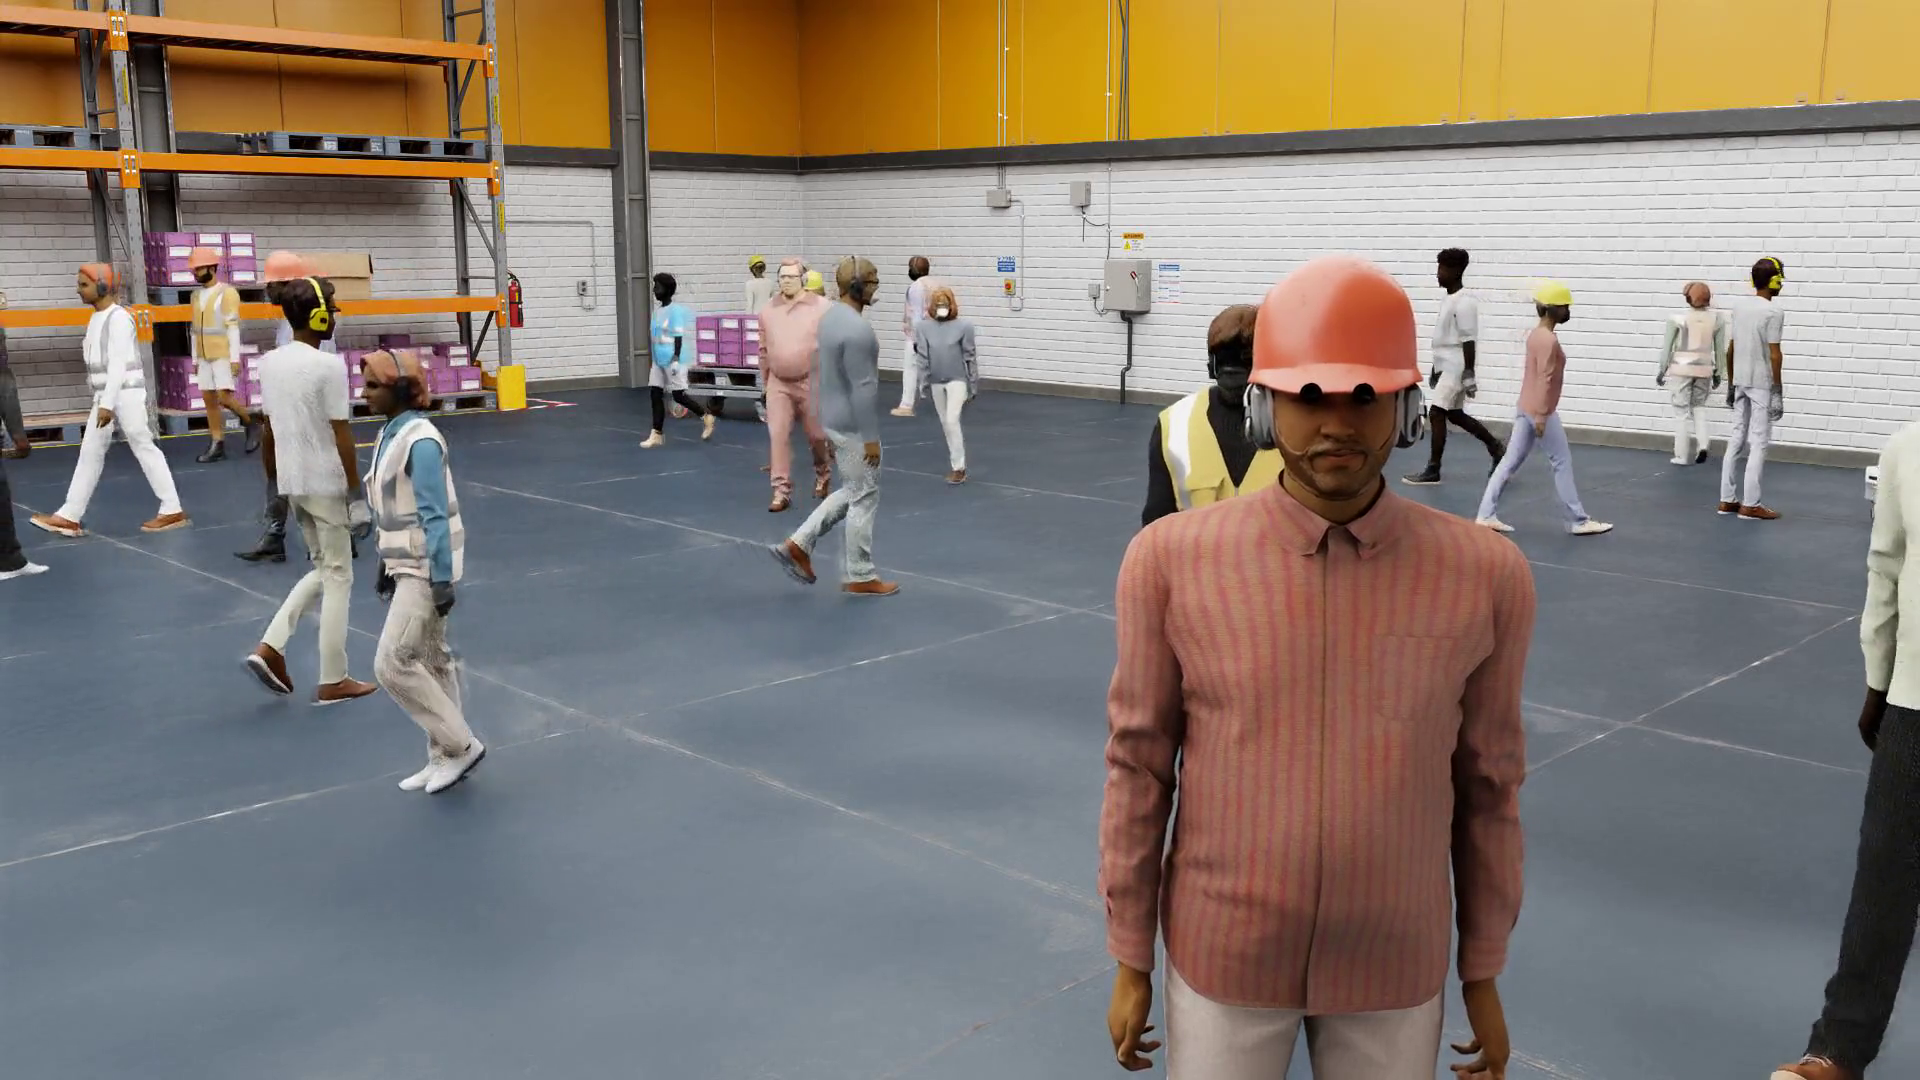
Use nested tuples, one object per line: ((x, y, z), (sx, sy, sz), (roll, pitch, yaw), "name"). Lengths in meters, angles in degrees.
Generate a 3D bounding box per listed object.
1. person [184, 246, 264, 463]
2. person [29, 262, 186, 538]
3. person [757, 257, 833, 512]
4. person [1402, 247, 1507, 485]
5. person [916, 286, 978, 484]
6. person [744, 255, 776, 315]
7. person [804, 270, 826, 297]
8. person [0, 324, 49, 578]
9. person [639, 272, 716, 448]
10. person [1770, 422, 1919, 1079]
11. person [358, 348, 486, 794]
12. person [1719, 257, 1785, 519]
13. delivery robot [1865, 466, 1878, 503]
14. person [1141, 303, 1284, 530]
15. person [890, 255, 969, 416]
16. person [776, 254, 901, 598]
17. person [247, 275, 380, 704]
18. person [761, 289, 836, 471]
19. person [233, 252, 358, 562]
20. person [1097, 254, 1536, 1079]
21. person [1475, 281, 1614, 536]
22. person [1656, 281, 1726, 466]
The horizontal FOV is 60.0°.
((-6.642, -1.660, 14.901), (0.570, 1.925, 0.556), (5, 11, 25), "person")
((-5.727, -0.926, 11.141), (0.597, 1.832, 0.974), (10, 14, 42), "person")
((-1.207, -1.187, 12.490), (0.650, 1.868, 0.944), (2, 11, 12), "person")
((4.098, -1.400, 13.476), (0.861, 1.938, 0.603), (1, 10, 7), "person")
((-0.134, -1.260, 13.590), (0.500, 1.603, 0.644), (5, 12, 26), "person")
((-2.672, -2.901, 22.138), (0.338, 1.758, 0.528), (9, 14, 41), "person")
((-1.292, -1.699, 15.722), (0.596, 1.698, 0.535), (-5, 11, -25), "person")
((-5.685, -0.637, 9.478), (0.581, 1.891, 0.936), (5, 11, 24), "person")
((-2.735, -1.723, 15.927), (0.709, 1.675, 0.538), (-10, 14, -42), "person")
((2.280, 0.381, 3.731), (1.028, 1.935, 0.652), (-8, 13, -37), "person")
((-1.956, 0.130, 5.961), (0.389, 1.629, 0.516), (-6, 12, -28), "person")
((5.692, -1.082, 11.952), (0.353, 1.871, 0.588), (-3, 11, -15), "person")
((6.675, -0.404, 11.545), (0.707, 0.478, 0.477), (-2, 10, -10), "delivery robot")
((0.839, 0.221, 4.924), (0.660, 1.825, 0.463), (4, 11, 23), "person")
((-0.333, -2.272, 18.585), (0.868, 1.814, 0.637), (5, 11, 25), "person")
((-0.657, -0.613, 9.217), (0.582, 1.919, 0.634), (-3, 11, -15), "person")
((-2.779, -0.195, 7.133), (0.522, 1.857, 0.458), (7, 13, 34), "person")
((-1.376, -1.414, 14.453), (0.761, 1.605, 0.506), (-9, 14, -42), "person")
((-4.117, -0.780, 10.124), (0.840, 1.910, 0.557), (-7, 12, -32), "person")
((0.505, 0.596, 2.417), (0.612, 1.995, 0.377), (0, 10, 2), "person")
((3.947, -0.879, 11.210), (0.899, 1.712, 0.538), (1, 10, 5), "person")
((6.416, -1.455, 14.619), (0.516, 1.623, 0.378), (0, 10, -1), "person")
